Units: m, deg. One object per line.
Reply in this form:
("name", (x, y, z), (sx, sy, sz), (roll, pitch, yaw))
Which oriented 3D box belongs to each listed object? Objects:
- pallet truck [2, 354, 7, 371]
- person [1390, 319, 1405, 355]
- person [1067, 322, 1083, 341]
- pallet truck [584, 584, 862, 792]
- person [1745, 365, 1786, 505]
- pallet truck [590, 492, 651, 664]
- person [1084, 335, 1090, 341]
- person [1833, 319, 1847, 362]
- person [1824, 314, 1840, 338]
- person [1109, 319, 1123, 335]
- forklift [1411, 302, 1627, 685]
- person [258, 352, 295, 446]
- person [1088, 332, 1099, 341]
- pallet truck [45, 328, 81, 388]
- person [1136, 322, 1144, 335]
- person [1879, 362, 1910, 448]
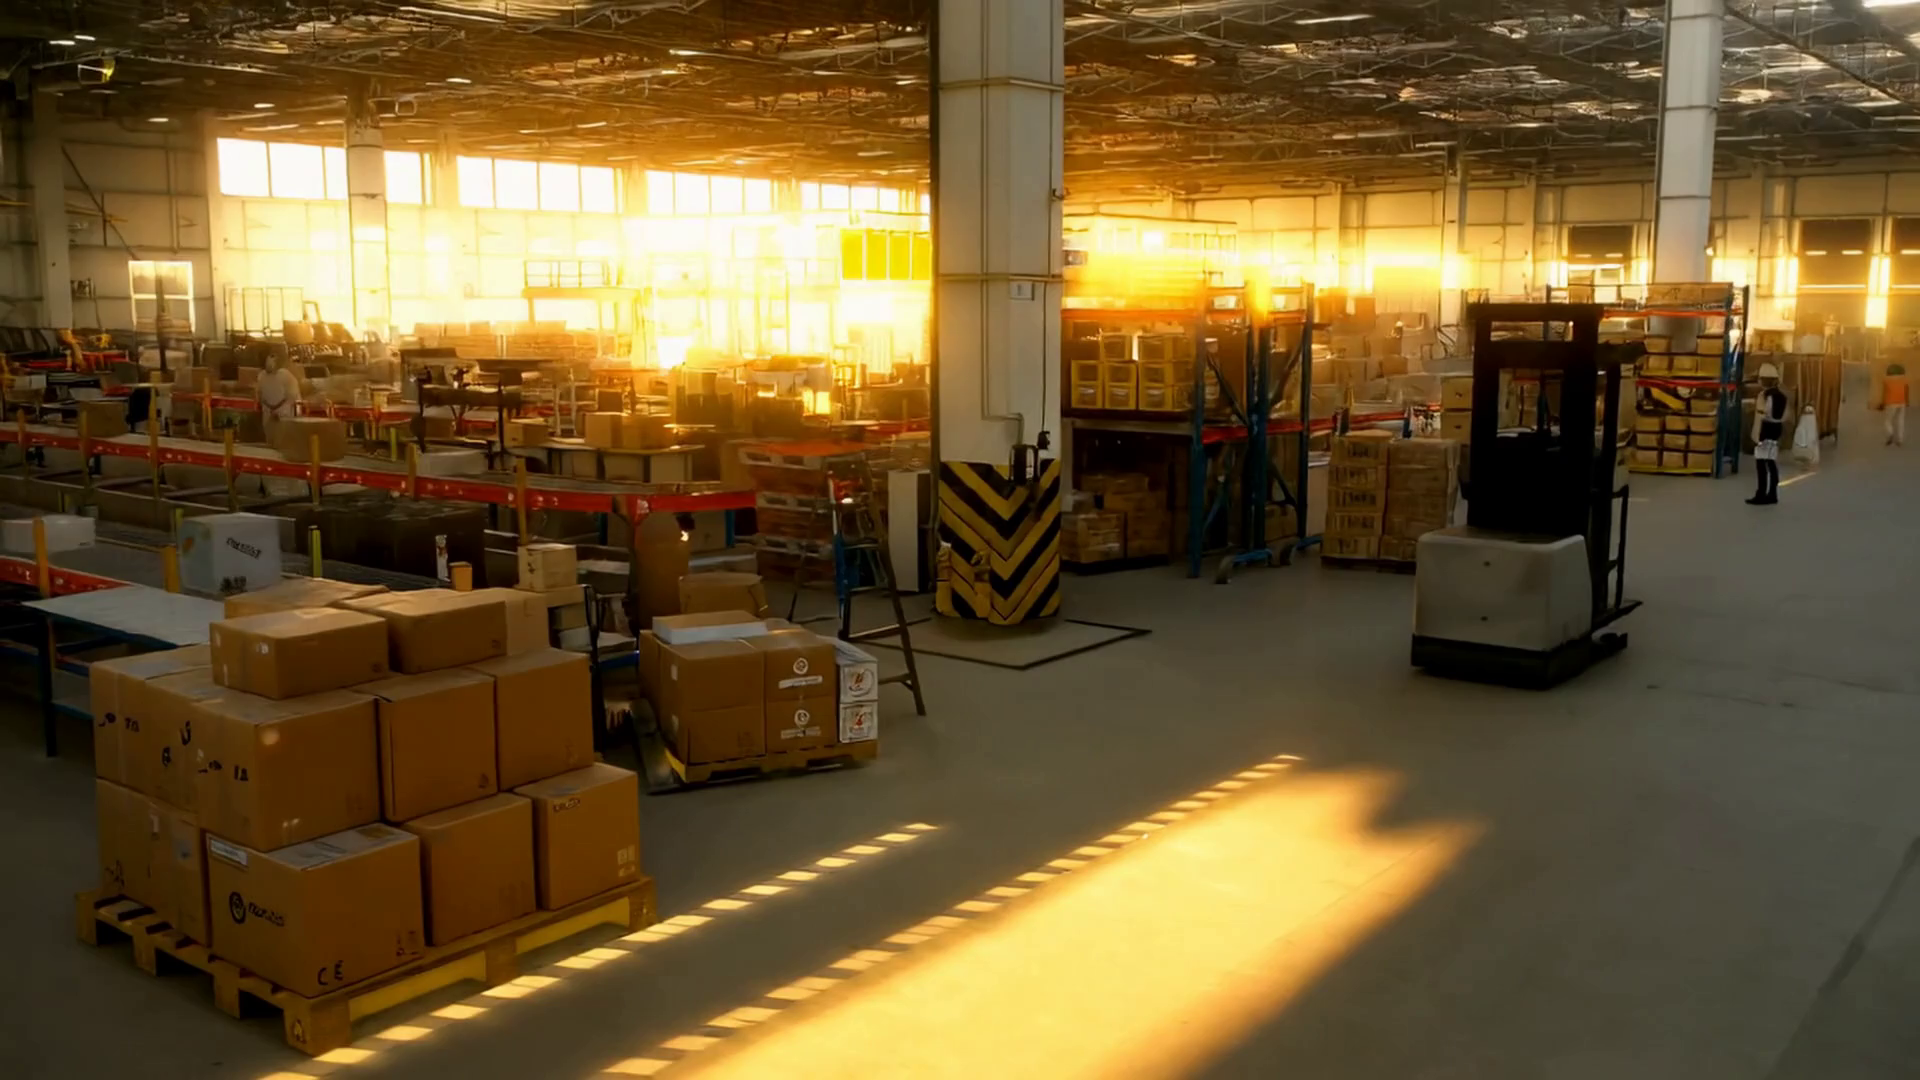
("pallet truck", (-24.881, -4.417, 42.634), (1.885, 1.965, 0.823), (8, 11, 41))
("person", (16.673, -7.469, 63.448), (0.543, 1.928, 0.372), (2, 9, 12))
("person", (4.096, -6.893, 59.630), (0.630, 1.901, 0.496), (-5, 10, -29))
("pallet truck", (-1.426, 0.805, 10.019), (1.601, 1.201, 0.680), (-4, 9, -26))
("person", (11.027, -1.434, 22.779), (0.539, 1.929, 0.384), (-6, 10, -33))
("pallet truck", (-3.115, 0.344, 12.883), (0.653, 1.274, 1.630), (7, 11, 37))
("person", (3.372, -4.389, 43.054), (0.617, 1.808, 0.597), (-2, 9, -12))
("person", (37.211, -8.382, 69.917), (0.820, 1.839, 0.518), (6, 10, 36))
("person", (37.680, -8.760, 71.922), (0.610, 1.995, 0.375), (5, 10, 31))
("person", (6.122, -7.737, 65.407), (0.574, 1.881, 0.357), (4, 9, 26))
("forklift", (4.379, -0.438, 12.852), (1.129, 2.768, 1.873), (7, 11, 37))
("person", (-11.837, -2.307, 28.831), (0.653, 1.879, 0.573), (0, 8, -2))
("person", (3.473, -4.302, 42.142), (0.586, 1.914, 0.558), (-6, 10, -35))
("pallet truck", (-23.775, -4.544, 43.495), (1.885, 1.965, 0.823), (6, 10, 35))
("person", (6.965, -7.547, 64.451), (0.980, 1.800, 0.530), (-1, 9, -8))
("person", (17.569, -2.542, 31.300), (0.562, 1.597, 0.742), (2, 9, 12))
